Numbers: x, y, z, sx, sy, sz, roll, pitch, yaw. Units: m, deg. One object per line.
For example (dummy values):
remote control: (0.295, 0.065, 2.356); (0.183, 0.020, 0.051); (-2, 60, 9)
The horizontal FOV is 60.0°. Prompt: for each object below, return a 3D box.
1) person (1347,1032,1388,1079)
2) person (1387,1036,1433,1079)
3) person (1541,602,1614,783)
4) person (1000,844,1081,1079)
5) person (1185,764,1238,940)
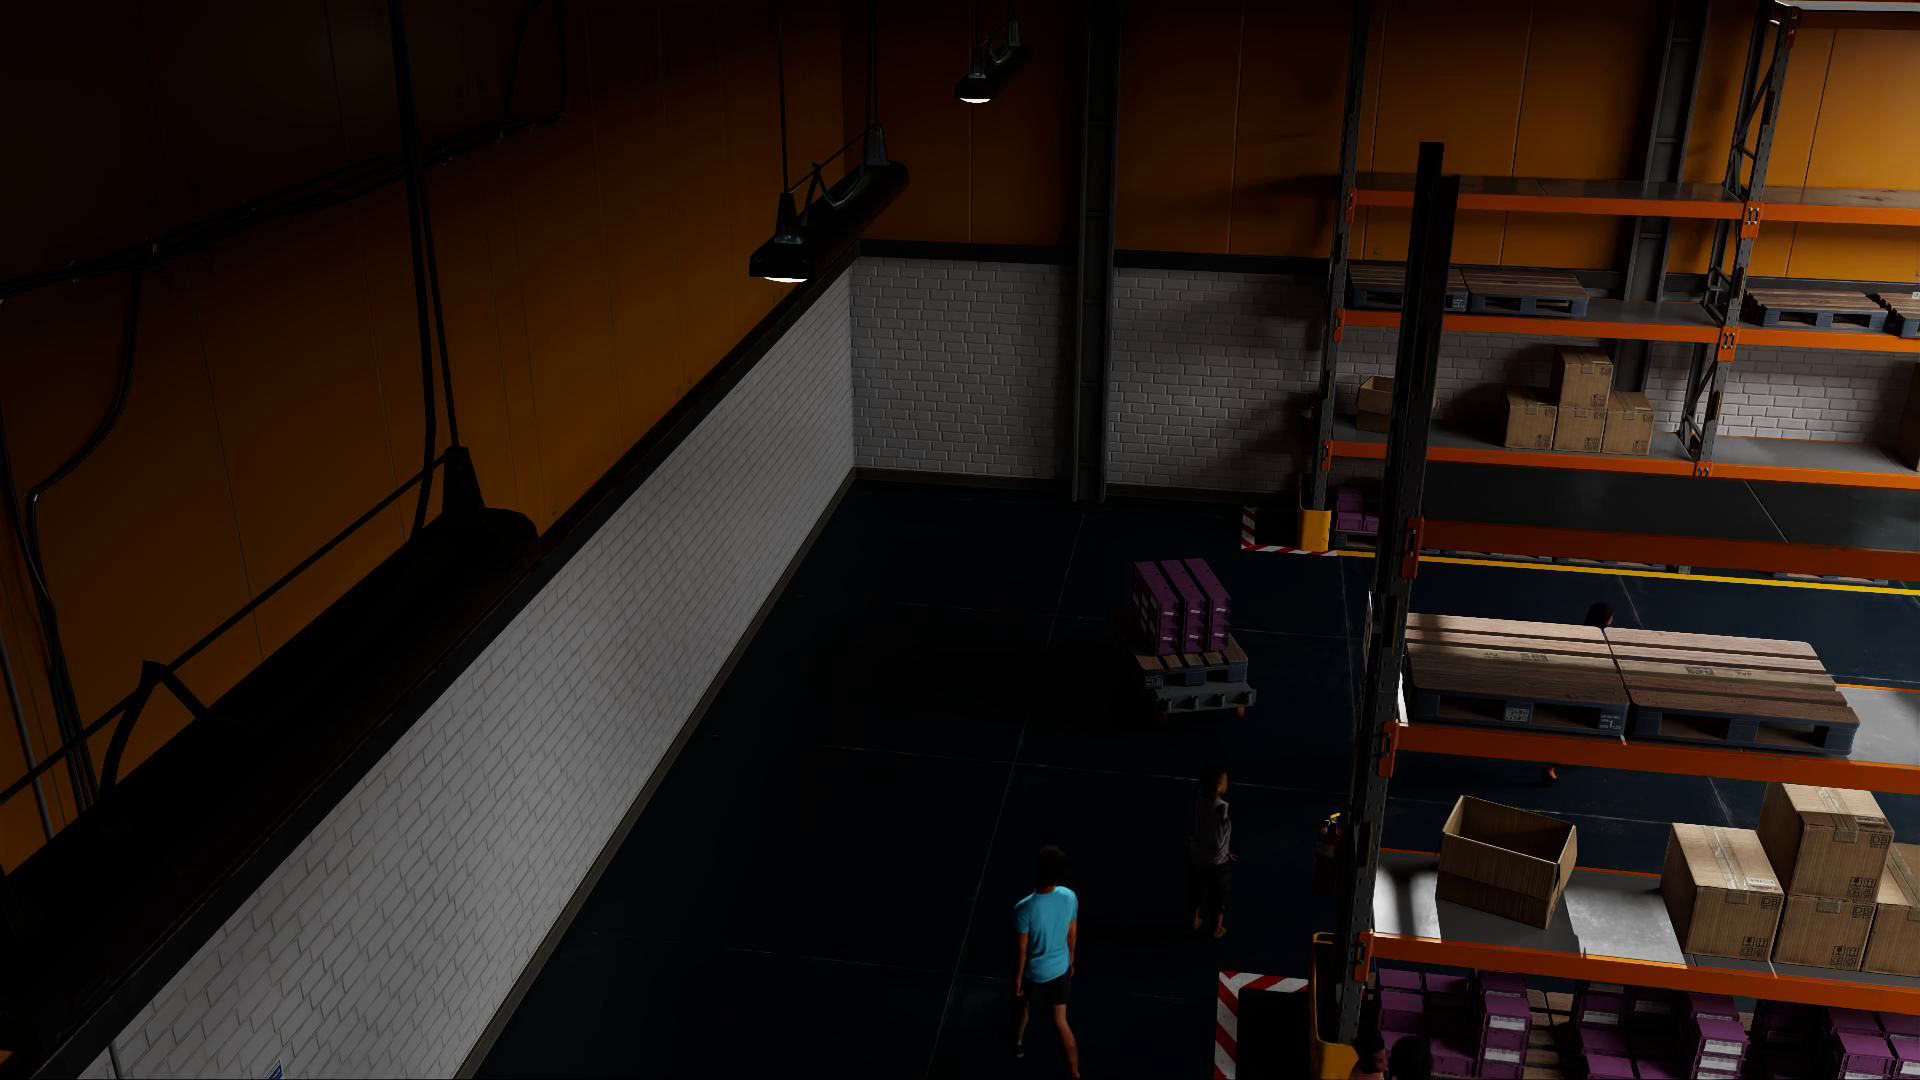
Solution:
person: (2.303, 3.398, 9.891); (0.786, 1.234, 0.696); (16, 28, 32)
person: (2.493, 3.440, 9.200); (0.657, 1.711, 0.658); (0, 24, 0)
person: (5.235, 1.338, 14.104); (1.197, 1.634, 1.029); (-9, 25, -20)
person: (0.597, 2.809, 10.622); (1.185, 1.729, 1.123); (-11, 26, -24)
person: (1.838, 2.251, 12.241); (0.601, 1.454, 0.707); (19, 30, 37)
